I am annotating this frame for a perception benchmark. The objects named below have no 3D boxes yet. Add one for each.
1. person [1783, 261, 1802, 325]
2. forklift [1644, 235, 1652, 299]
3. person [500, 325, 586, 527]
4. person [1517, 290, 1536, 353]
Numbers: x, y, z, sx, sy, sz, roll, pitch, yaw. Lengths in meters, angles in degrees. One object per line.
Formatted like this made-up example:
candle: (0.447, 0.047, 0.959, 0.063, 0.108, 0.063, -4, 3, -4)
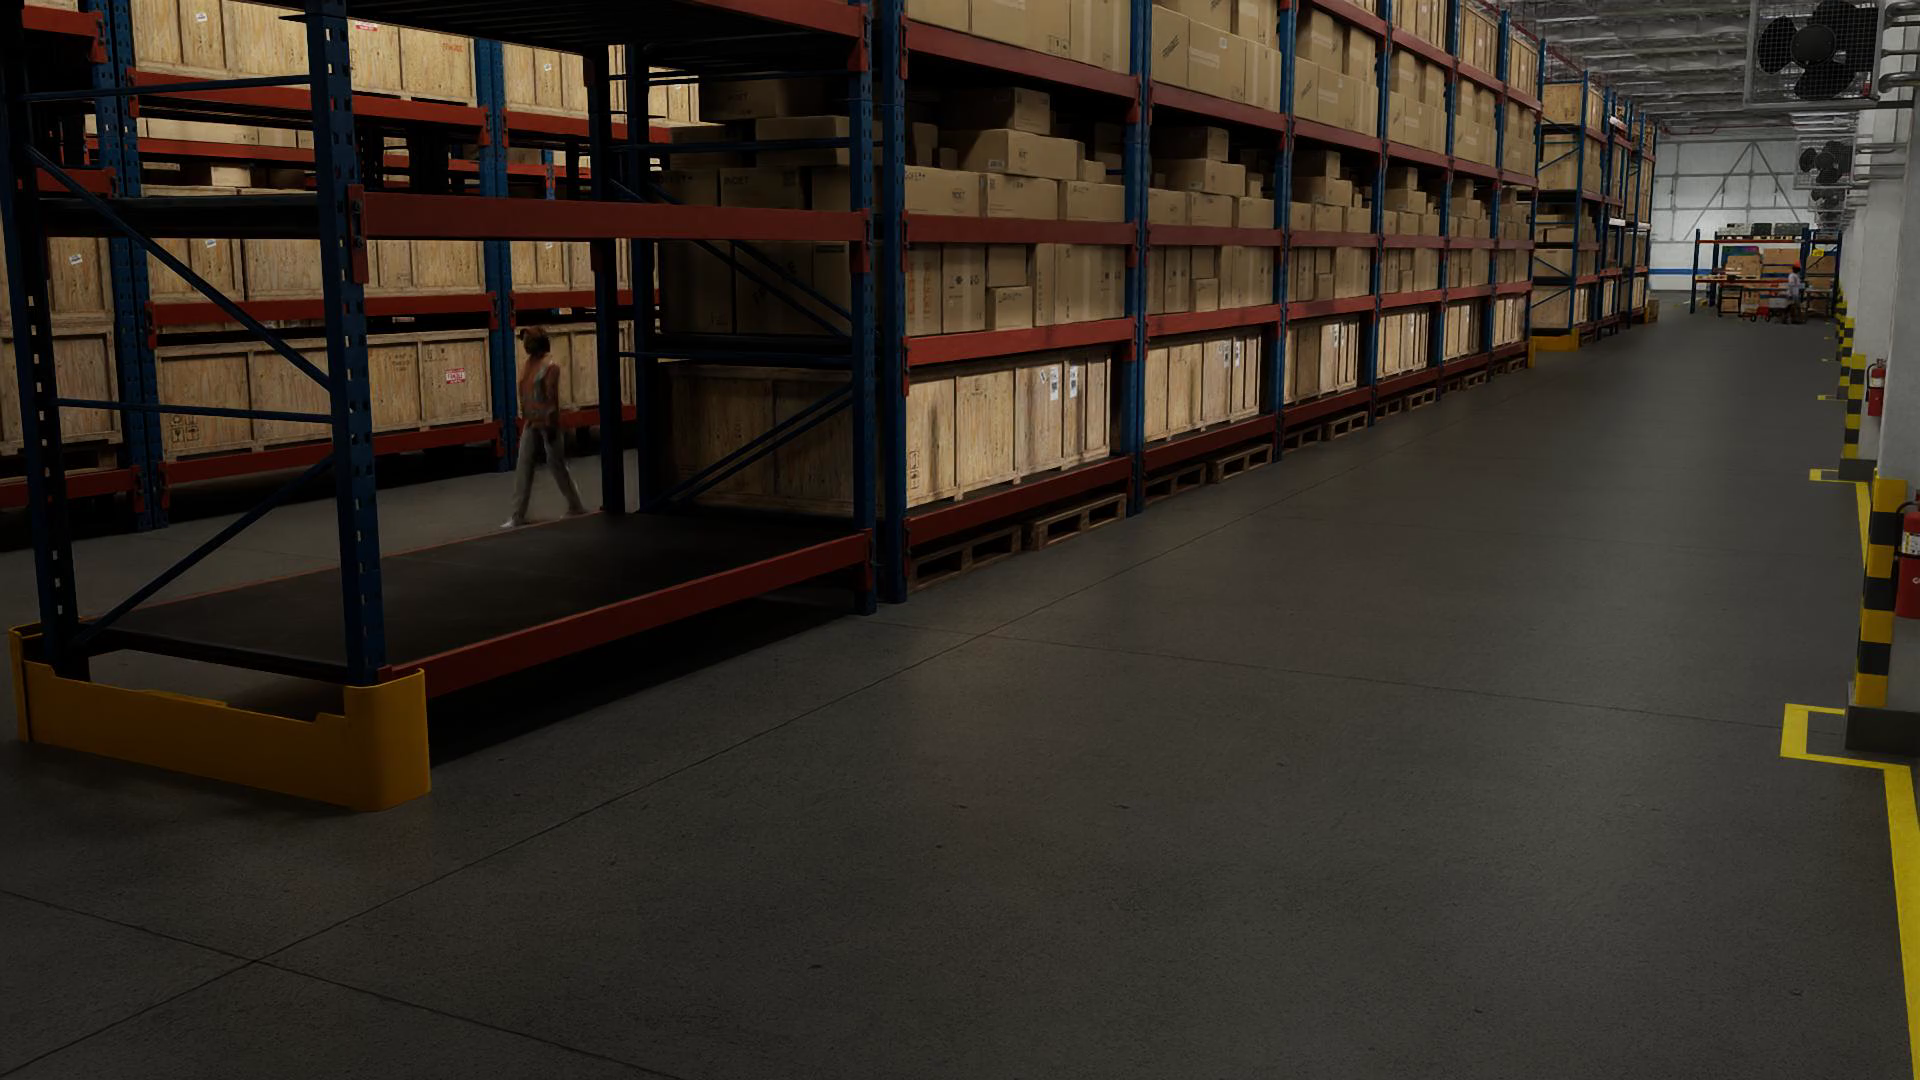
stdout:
person: (25.393, -7.519, 50.619, 0.553, 1.937, 0.375, -9, 13, -43)
forklift: (25.143, -9.951, 61.958, 1.129, 2.768, 1.873, 5, 11, 29)
person: (-3.340, -0.903, 13.350, 0.526, 1.627, 0.751, 8, 13, 40)
person: (12.170, -4.943, 35.822, 0.689, 1.883, 0.680, 0, 10, -3)
